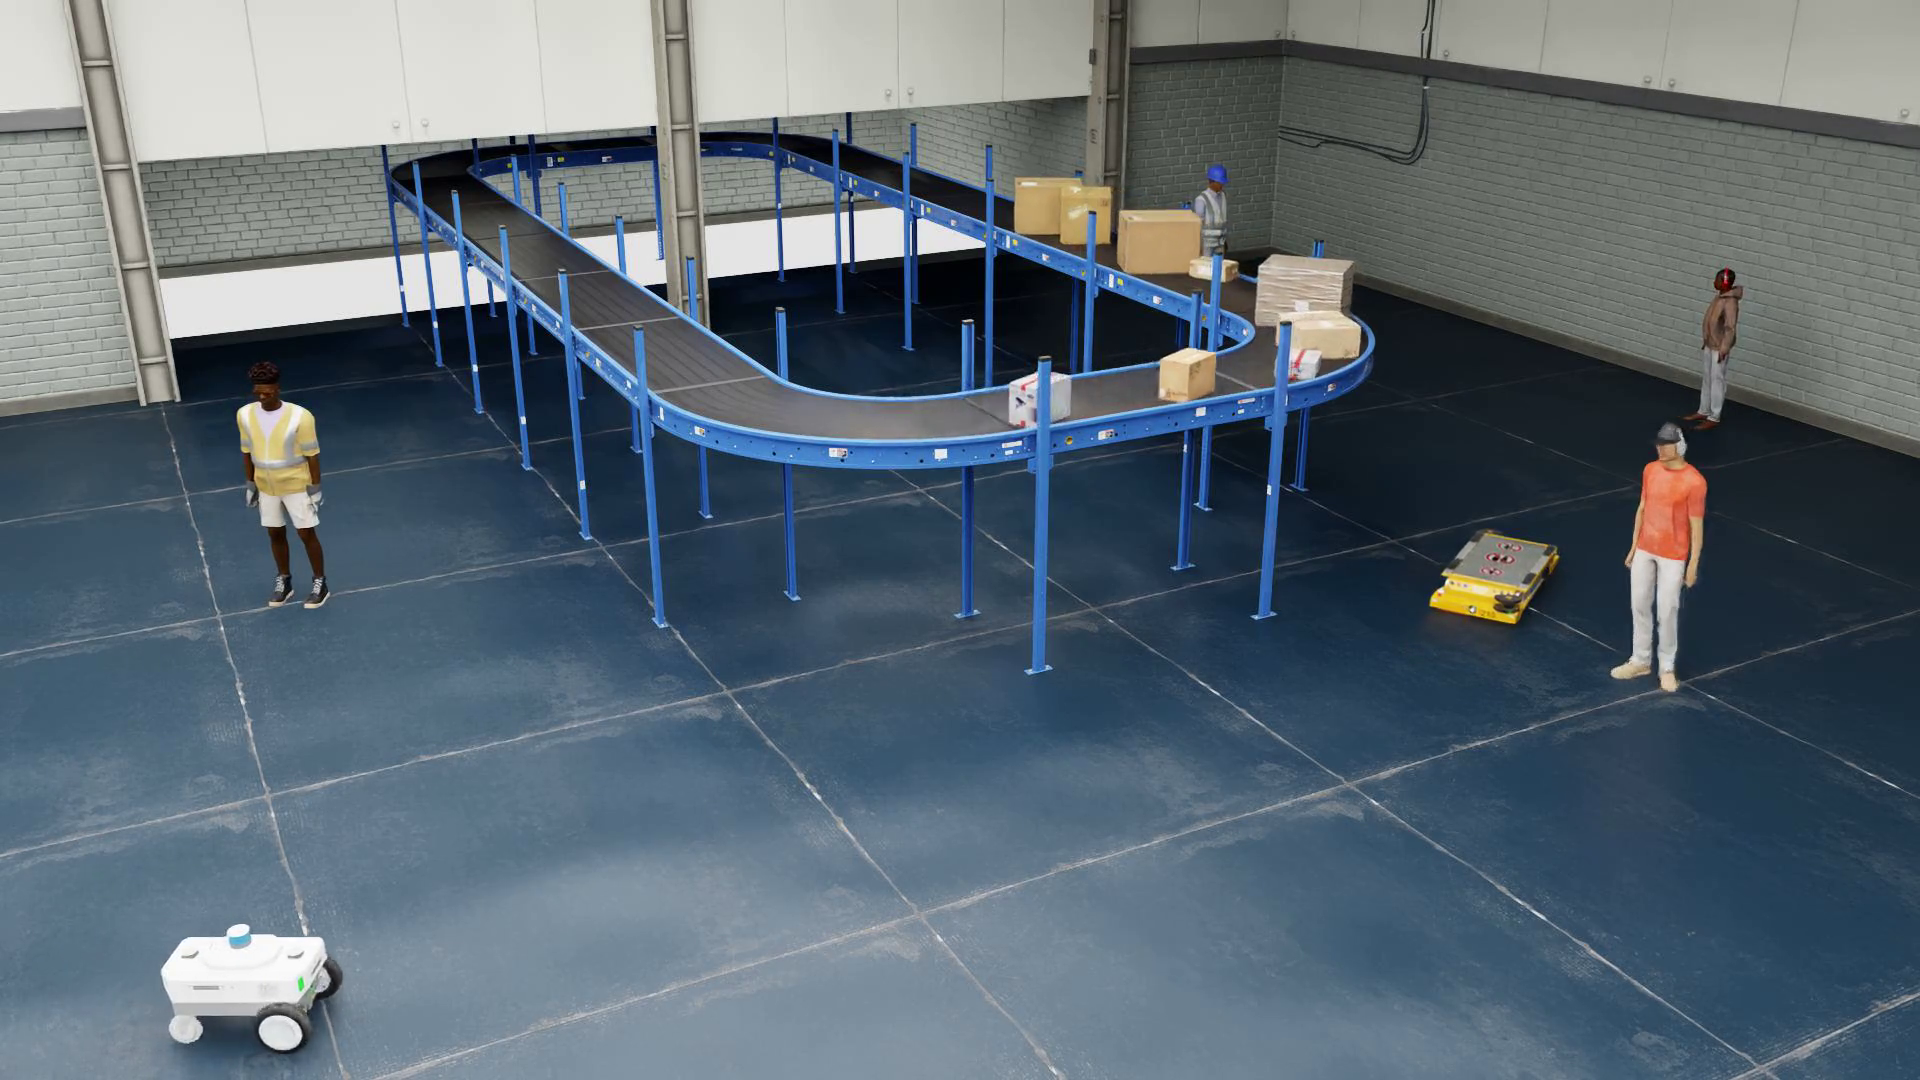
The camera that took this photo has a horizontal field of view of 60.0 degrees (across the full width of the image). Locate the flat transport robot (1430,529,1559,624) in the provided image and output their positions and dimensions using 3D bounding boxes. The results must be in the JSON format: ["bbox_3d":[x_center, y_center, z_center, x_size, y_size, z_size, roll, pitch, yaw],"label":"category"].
[{"bbox_3d":[4.261,0.276,13.193,0.659,0.231,1.431,13,25,29],"label":"flat transport robot"}]

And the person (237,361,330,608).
[{"bbox_3d":[-5.148,-0.420,12.668,0.603,1.959,0.371,3,22,7],"label":"person"}]

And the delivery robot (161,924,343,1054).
[{"bbox_3d":[-3.456,2.170,8.153,0.789,0.612,0.499,0,22,0],"label":"delivery robot"}]

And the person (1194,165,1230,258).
[{"bbox_3d":[3.168,-3.748,20.925,0.417,1.936,0.609,20,29,40],"label":"person"}]

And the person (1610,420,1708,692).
[{"bbox_3d":[4.859,0.117,11.447,0.375,1.891,0.594,-13,26,-30],"label":"person"}]

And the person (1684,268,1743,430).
[{"bbox_3d":[7.666,-1.938,16.818,0.311,1.650,0.463,1,22,3],"label":"person"}]
